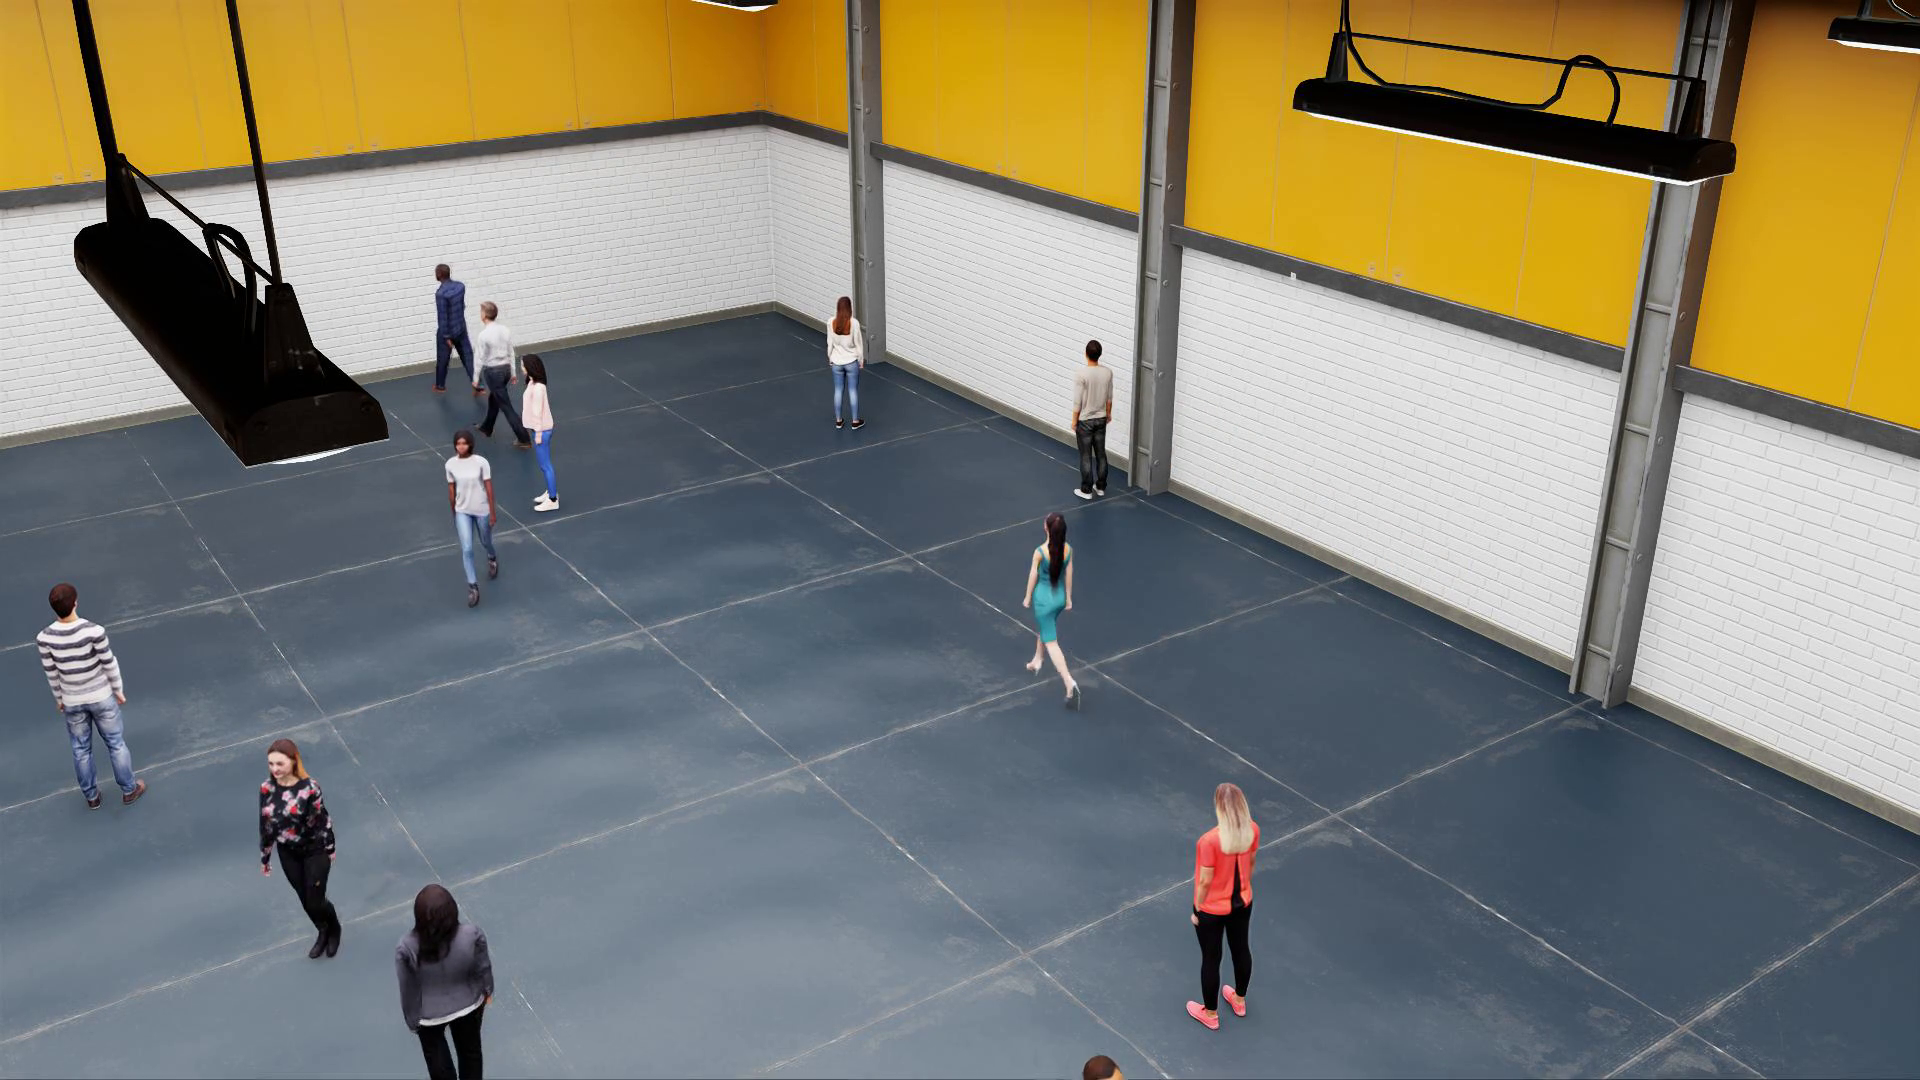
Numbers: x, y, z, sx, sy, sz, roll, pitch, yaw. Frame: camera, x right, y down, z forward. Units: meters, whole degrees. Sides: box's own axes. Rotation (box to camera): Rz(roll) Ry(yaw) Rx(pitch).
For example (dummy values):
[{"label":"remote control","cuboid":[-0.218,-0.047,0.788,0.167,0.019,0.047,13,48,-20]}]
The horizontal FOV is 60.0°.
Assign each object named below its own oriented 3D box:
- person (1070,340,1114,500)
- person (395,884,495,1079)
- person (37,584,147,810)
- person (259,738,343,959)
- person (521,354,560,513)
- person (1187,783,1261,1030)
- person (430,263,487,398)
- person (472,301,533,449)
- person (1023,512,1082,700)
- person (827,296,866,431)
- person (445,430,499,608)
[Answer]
[{"label":"person","cuboid":[1.478,-1.348,18.551,0.694,1.811,0.592,-11,26,-23]},{"label":"person","cuboid":[-2.947,2.704,9.567,0.748,1.583,0.741,-9,25,-19]},{"label":"person","cuboid":[-6.661,1.189,12.693,0.714,1.854,0.661,-6,24,-13]},{"label":"person","cuboid":[-4.327,2.009,11.048,0.685,1.670,0.745,4,24,9]},{"label":"person","cuboid":[-4.592,-1.196,18.259,0.774,1.767,0.614,-6,24,-13]},{"label":"person","cuboid":[1.656,2.279,10.403,0.608,1.693,0.551,-13,27,-27]},{"label":"person","cuboid":[-6.540,-2.701,21.686,1.240,1.779,0.934,15,28,31]},{"label":"person","cuboid":[-5.486,-1.928,19.941,1.318,1.762,1.035,12,26,26]},{"label":"person","cuboid":[0.815,0.599,14.312,0.555,1.640,1.060,-15,28,-30]},{"label":"person","cuboid":[-1.418,-2.209,20.675,0.684,1.689,0.763,6,24,14]},{"label":"person","cuboid":[-4.732,-0.278,16.267,0.955,1.680,1.217,-3,24,-7]}]
